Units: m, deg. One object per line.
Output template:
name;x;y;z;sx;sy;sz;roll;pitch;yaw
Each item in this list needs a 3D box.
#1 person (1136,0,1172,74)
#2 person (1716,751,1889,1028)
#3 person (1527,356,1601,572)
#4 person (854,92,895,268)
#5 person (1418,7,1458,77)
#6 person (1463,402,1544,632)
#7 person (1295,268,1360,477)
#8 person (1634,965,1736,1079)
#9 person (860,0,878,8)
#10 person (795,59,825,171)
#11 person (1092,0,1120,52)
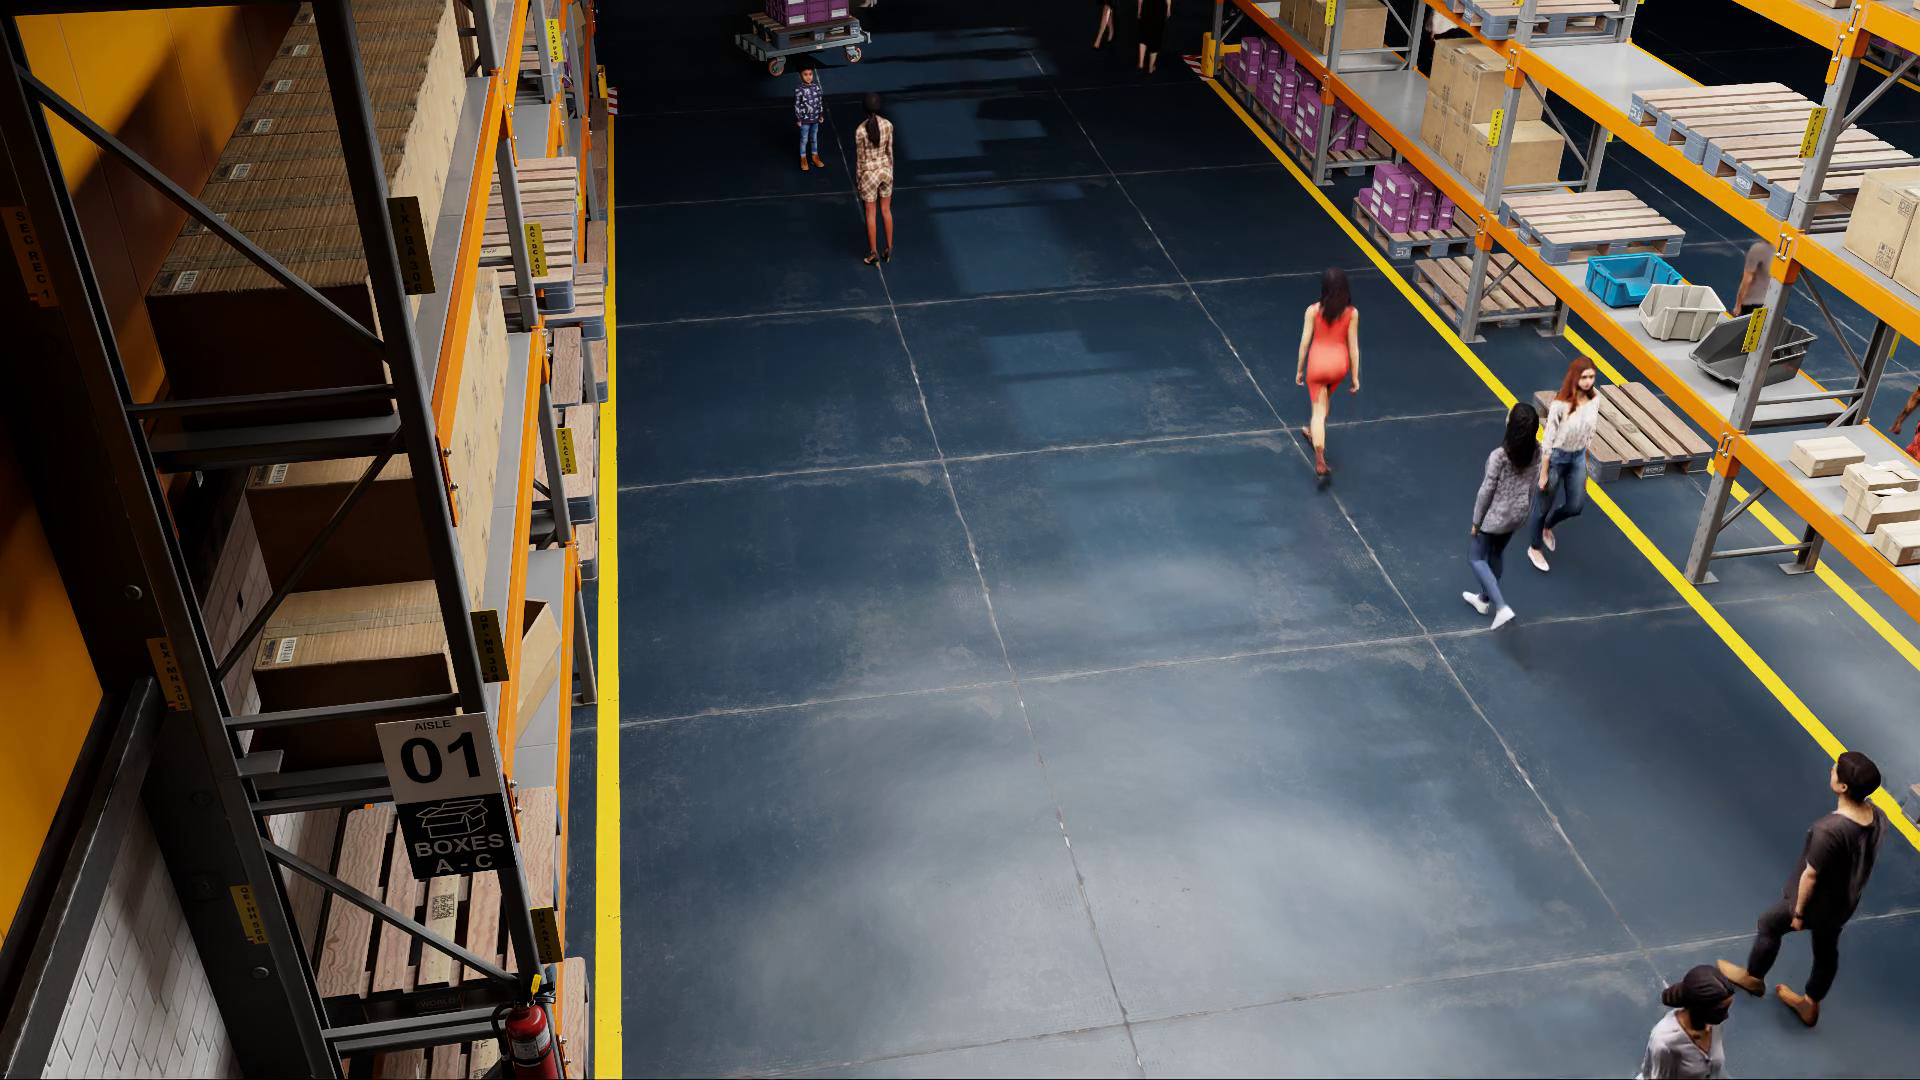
person;2.531;-6.894;21.763;0.673;1.614;0.703;6;34;10
person;4.496;1.853;8.528;0.703;1.697;0.806;-11;35;-15
person;4.375;-0.604;12.201;0.572;1.723;0.640;-5;34;-7
person;-0.843;-3.607;16.655;0.657;1.794;0.656;-18;37;-24
person;6.040;-6.265;20.628;0.862;1.823;1.240;-15;37;-22
person;3.785;-0.126;11.485;0.711;1.720;0.941;-11;35;-17
person;2.944;-1.292;13.283;0.772;1.672;1.166;2;34;2
person;3.063;2.513;7.494;0.782;1.744;1.046;-16;37;-22
person;-1.366;-8.732;24.406;0.733;1.750;0.626;13;36;19
person;-1.734;-4.881;19.063;0.553;1.250;0.567;-18;37;-25
person;2.054;-7.612;22.752;1.043;1.715;1.137;17;37;24
